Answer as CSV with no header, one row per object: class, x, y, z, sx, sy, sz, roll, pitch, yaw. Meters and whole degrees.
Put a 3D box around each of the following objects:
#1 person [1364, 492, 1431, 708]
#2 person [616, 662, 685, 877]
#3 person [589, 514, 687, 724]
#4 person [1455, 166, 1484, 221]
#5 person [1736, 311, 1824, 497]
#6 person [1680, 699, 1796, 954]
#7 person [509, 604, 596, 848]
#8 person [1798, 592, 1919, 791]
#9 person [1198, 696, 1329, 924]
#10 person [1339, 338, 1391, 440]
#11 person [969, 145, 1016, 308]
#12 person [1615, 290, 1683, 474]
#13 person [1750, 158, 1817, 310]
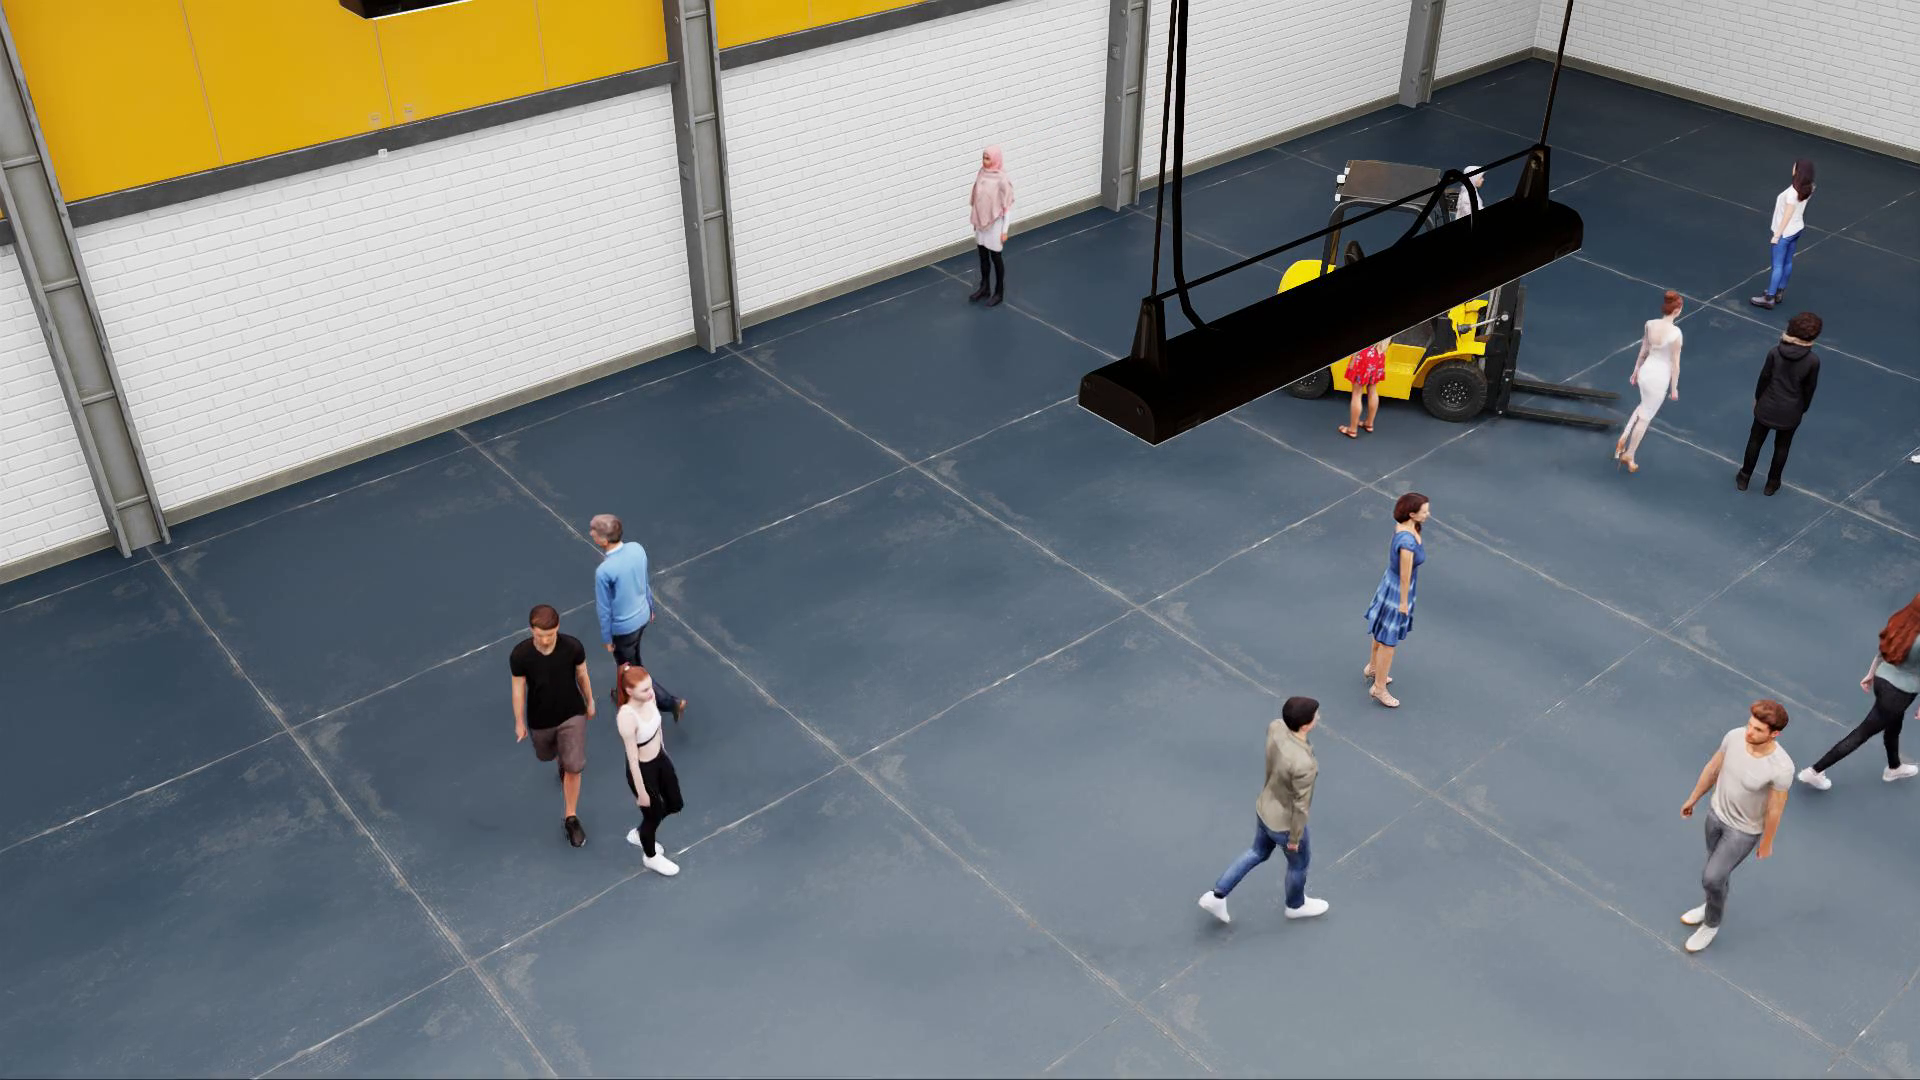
person,3.261,0.421,12.371,0.802,1.806,0.743,3,34,4
person,-2.119,1.486,10.833,0.805,1.733,0.736,10,35,14
person,-2.357,0.612,12.102,0.975,1.784,1.109,19,38,26
person,5.343,-3.136,17.748,0.744,1.776,0.674,4,34,7
person,7.334,-1.211,14.847,0.704,1.781,0.711,18,38,25
person,4.896,1.716,10.356,0.804,1.879,0.792,-10,35,-15
person,-2.734,1.133,11.279,1.207,1.827,1.094,-6,34,-9
person,6.348,1.082,11.471,1.238,1.700,1.001,-5,34,-8
person,1.930,1.716,10.385,1.229,1.846,0.987,-10,35,-14
person,3.880,-1.712,15.773,0.543,1.592,0.679,-17,37,-24
person,0.340,-3.439,18.179,0.648,1.804,0.610,29,43,36
person,6.216,-1.421,15.160,0.770,1.784,0.724,-7,34,-11
person,9.022,-3.338,18.136,0.447,1.684,0.654,-25,41,-32
